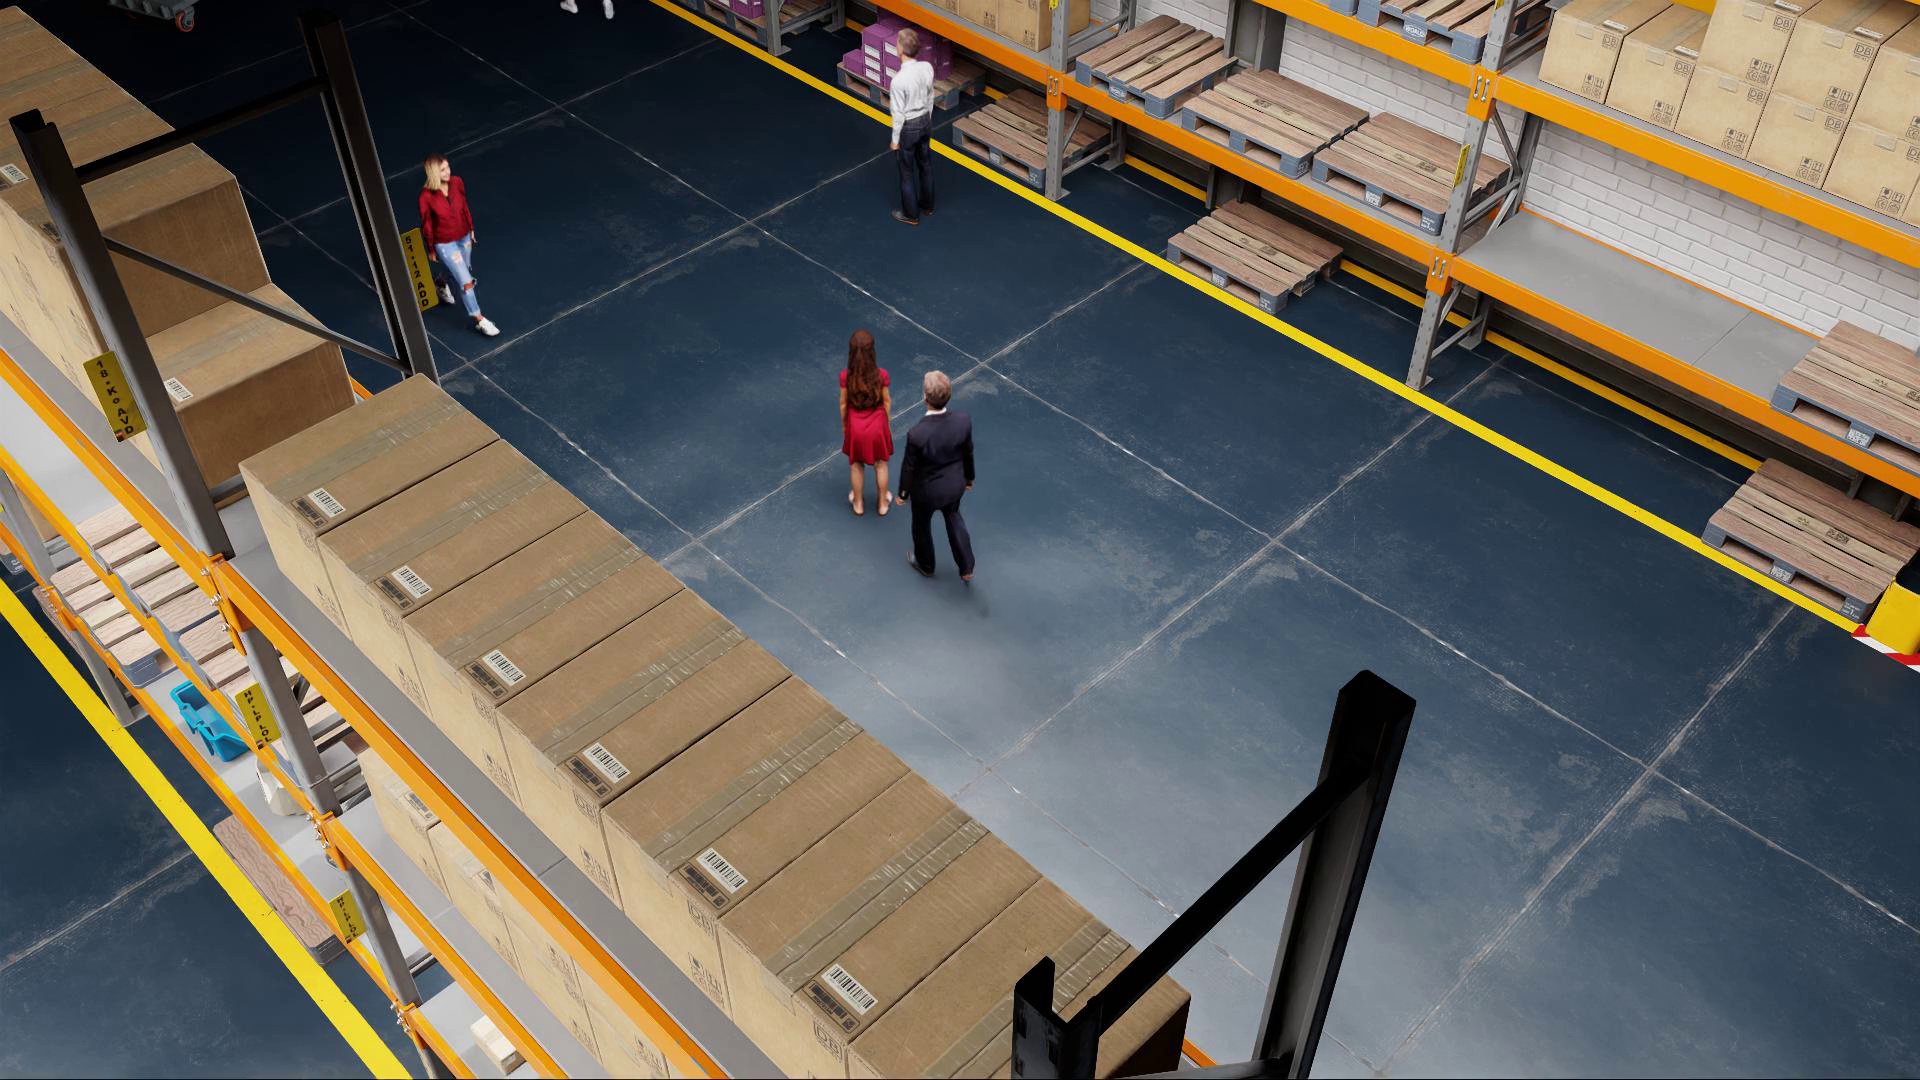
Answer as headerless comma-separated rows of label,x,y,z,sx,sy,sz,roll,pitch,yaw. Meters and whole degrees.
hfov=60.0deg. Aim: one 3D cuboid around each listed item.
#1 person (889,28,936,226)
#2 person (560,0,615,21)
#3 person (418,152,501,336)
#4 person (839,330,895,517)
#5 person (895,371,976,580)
person,-0.427,-3.656,14.723,0.539,1.818,0.648,33,53,30
person,-4.058,-6.378,17.596,0.717,1.796,1.026,-34,53,-31
person,-4.218,-2.463,13.627,1.116,1.603,0.767,22,48,22
person,-0.669,-0.826,11.949,0.676,1.548,0.736,-2,44,-2
person,-0.135,-0.365,11.279,0.841,1.804,0.941,-21,48,-21
